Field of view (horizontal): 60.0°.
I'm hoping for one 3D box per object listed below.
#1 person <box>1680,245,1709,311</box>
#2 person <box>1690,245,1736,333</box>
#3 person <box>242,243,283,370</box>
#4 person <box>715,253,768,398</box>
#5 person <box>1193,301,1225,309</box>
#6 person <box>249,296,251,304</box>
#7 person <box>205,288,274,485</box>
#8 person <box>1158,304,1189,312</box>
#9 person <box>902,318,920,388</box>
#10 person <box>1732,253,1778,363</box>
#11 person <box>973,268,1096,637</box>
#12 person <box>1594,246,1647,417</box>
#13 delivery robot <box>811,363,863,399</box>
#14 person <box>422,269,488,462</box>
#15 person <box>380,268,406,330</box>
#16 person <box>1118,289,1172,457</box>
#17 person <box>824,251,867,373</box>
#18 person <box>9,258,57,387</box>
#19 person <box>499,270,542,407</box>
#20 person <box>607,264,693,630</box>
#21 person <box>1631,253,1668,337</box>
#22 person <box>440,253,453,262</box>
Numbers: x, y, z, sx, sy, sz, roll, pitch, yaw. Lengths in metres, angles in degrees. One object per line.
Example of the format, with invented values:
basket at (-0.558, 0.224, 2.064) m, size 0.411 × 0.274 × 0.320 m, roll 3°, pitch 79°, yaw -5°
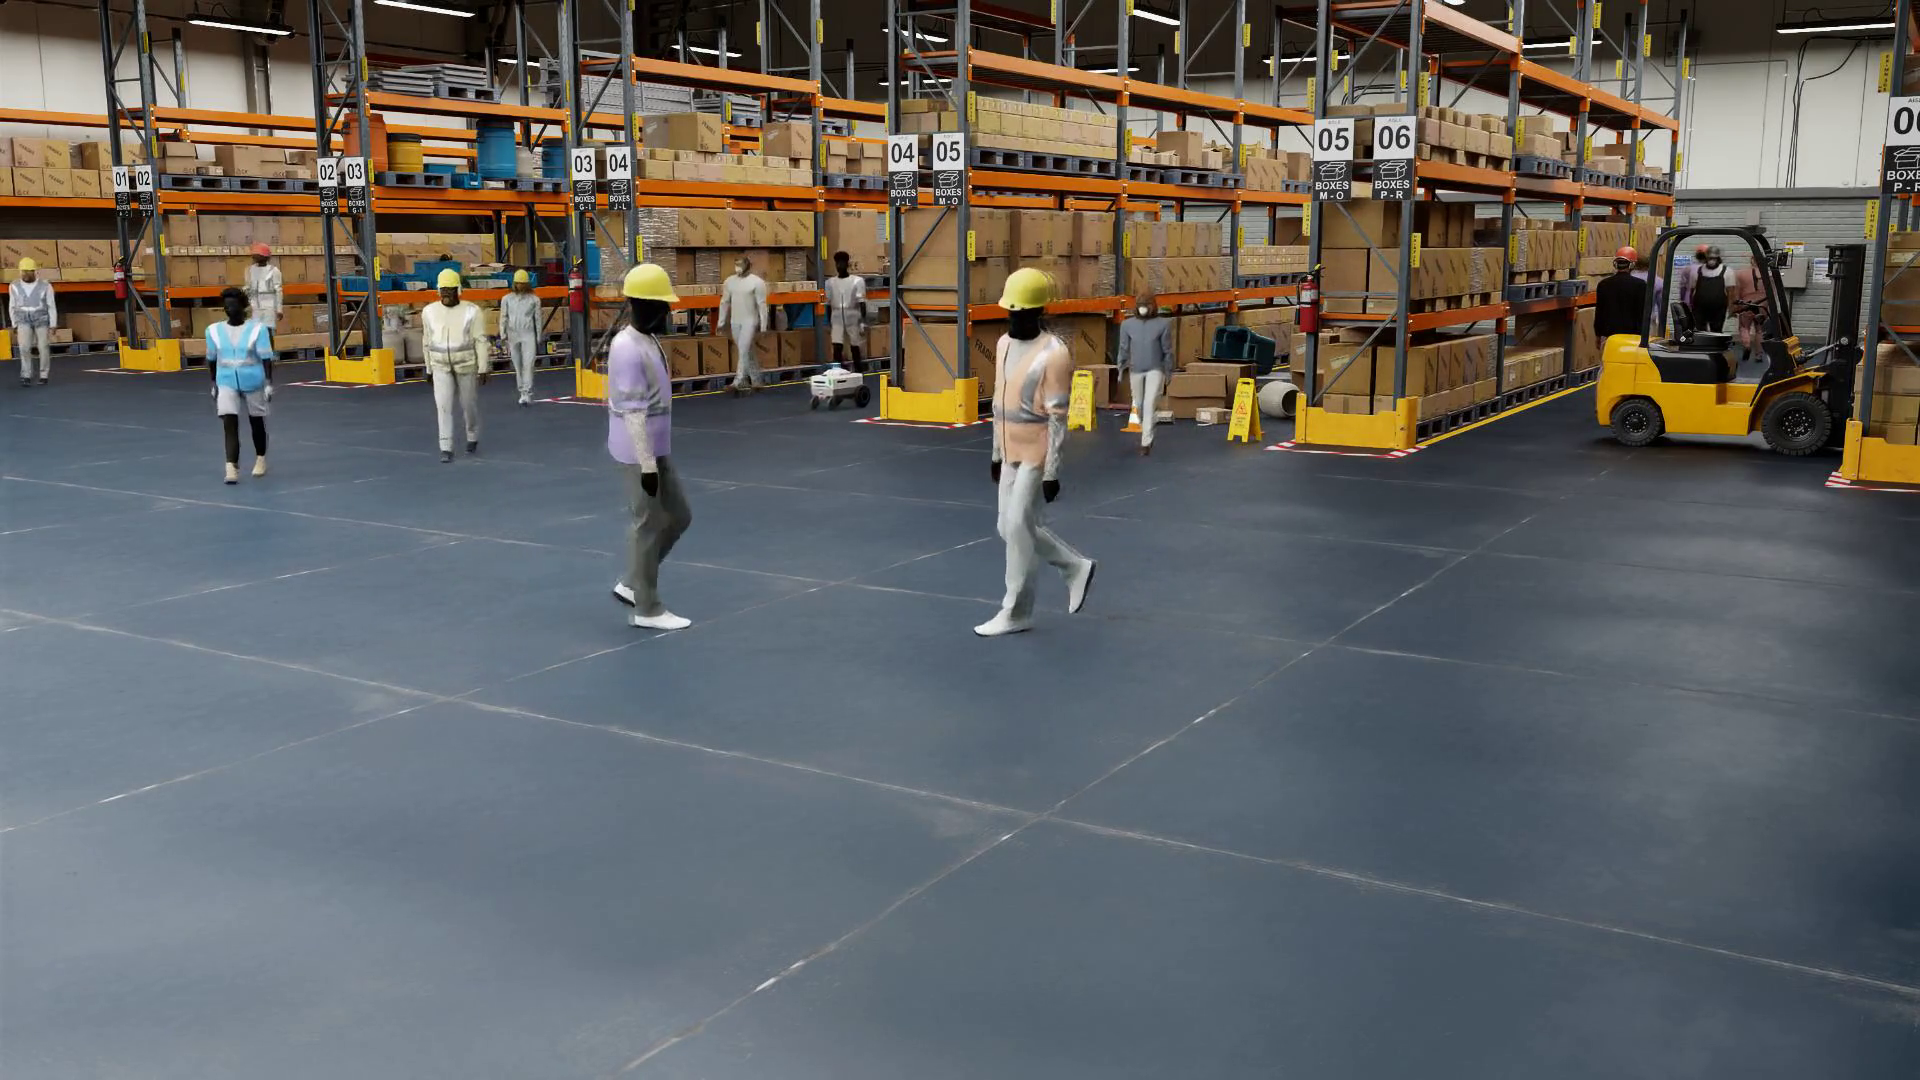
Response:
person at (12.861, -4.129, 28.971) m, size 0.630 × 1.989 × 1.034 m, roll 6°, pitch 12°, yaw 32°
person at (12.425, -3.893, 27.497) m, size 0.691 × 2.000 × 0.989 m, roll 6°, pitch 12°, yaw 29°
person at (-11.180, -3.726, 26.681) m, size 0.632 × 2.015 × 0.443 m, roll 2°, pitch 10°, yaw 10°
person at (-2.890, -2.825, 21.955) m, size 0.640 × 1.884 × 1.029 m, roll 6°, pitch 12°, yaw 31°
person at (4.538, -4.237, 30.085) m, size 0.567 × 1.814 × 0.925 m, roll 7°, pitch 12°, yaw 35°
person at (-13.365, -4.580, 31.608) m, size 0.628 × 1.954 × 1.003 m, roll 8°, pitch 13°, yaw 38°
person at (-6.113, -1.317, 14.158) m, size 0.547 × 1.648 × 0.867 m, roll -2°, pitch 10°, yaw -12°
person at (3.574, -3.815, 27.752) m, size 0.615 × 1.799 × 0.950 m, roll 6°, pitch 12°, yaw 28°
person at (-0.724, -2.929, 23.054) m, size 0.318 × 1.699 × 0.533 m, roll -8°, pitch 13°, yaw -38°
person at (13.514, -3.956, 28.280) m, size 0.693 × 1.884 × 0.425 m, roll 3°, pitch 11°, yaw 19°
person at (0.411, -0.447, 8.583) m, size 0.666 × 1.899 × 0.624 m, roll -5°, pitch 11°, yaw -27°
person at (7.662, -2.399, 19.299) m, size 0.407 × 1.986 × 0.604 m, roll -9°, pitch 13°, yaw -41°
delivery robot at (-1.510, -1.932, 20.410) m, size 0.477 × 0.478 × 0.707 m, roll 7°, pitch 12°, yaw 33°
person at (-4.755, -1.663, 15.708) m, size 0.604 × 1.795 × 0.910 m, roll -1°, pitch 10°, yaw -6°
person at (-9.266, -3.612, 27.067) m, size 0.547 × 1.623 × 0.377 m, roll 6°, pitch 12°, yaw 28°
person at (1.803, -1.636, 16.118) m, size 0.509 × 1.594 × 0.806 m, roll 3°, pitch 11°, yaw 17°
person at (-1.568, -3.050, 23.108) m, size 0.615 × 1.933 × 0.962 m, roll 1°, pitch 10°, yaw 8°
person at (-13.108, -3.059, 23.475) m, size 0.621 × 1.801 × 0.821 m, roll -3°, pitch 11°, yaw -17°
person at (-5.485, -2.524, 20.816) m, size 0.495 × 1.688 × 0.927 m, roll -1°, pitch 10°, yaw -5°
person at (-1.616, -0.469, 8.649) m, size 0.401 × 1.913 × 0.622 m, roll 0°, pitch 10°, yaw 0°
person at (9.104, -2.879, 22.249) m, size 0.643 × 1.889 × 1.045 m, roll 7°, pitch 12°, yaw 33°
person at (-9.011, -4.085, 29.099) m, size 0.537 × 1.851 × 0.531 m, roll 5°, pitch 11°, yaw 24°
